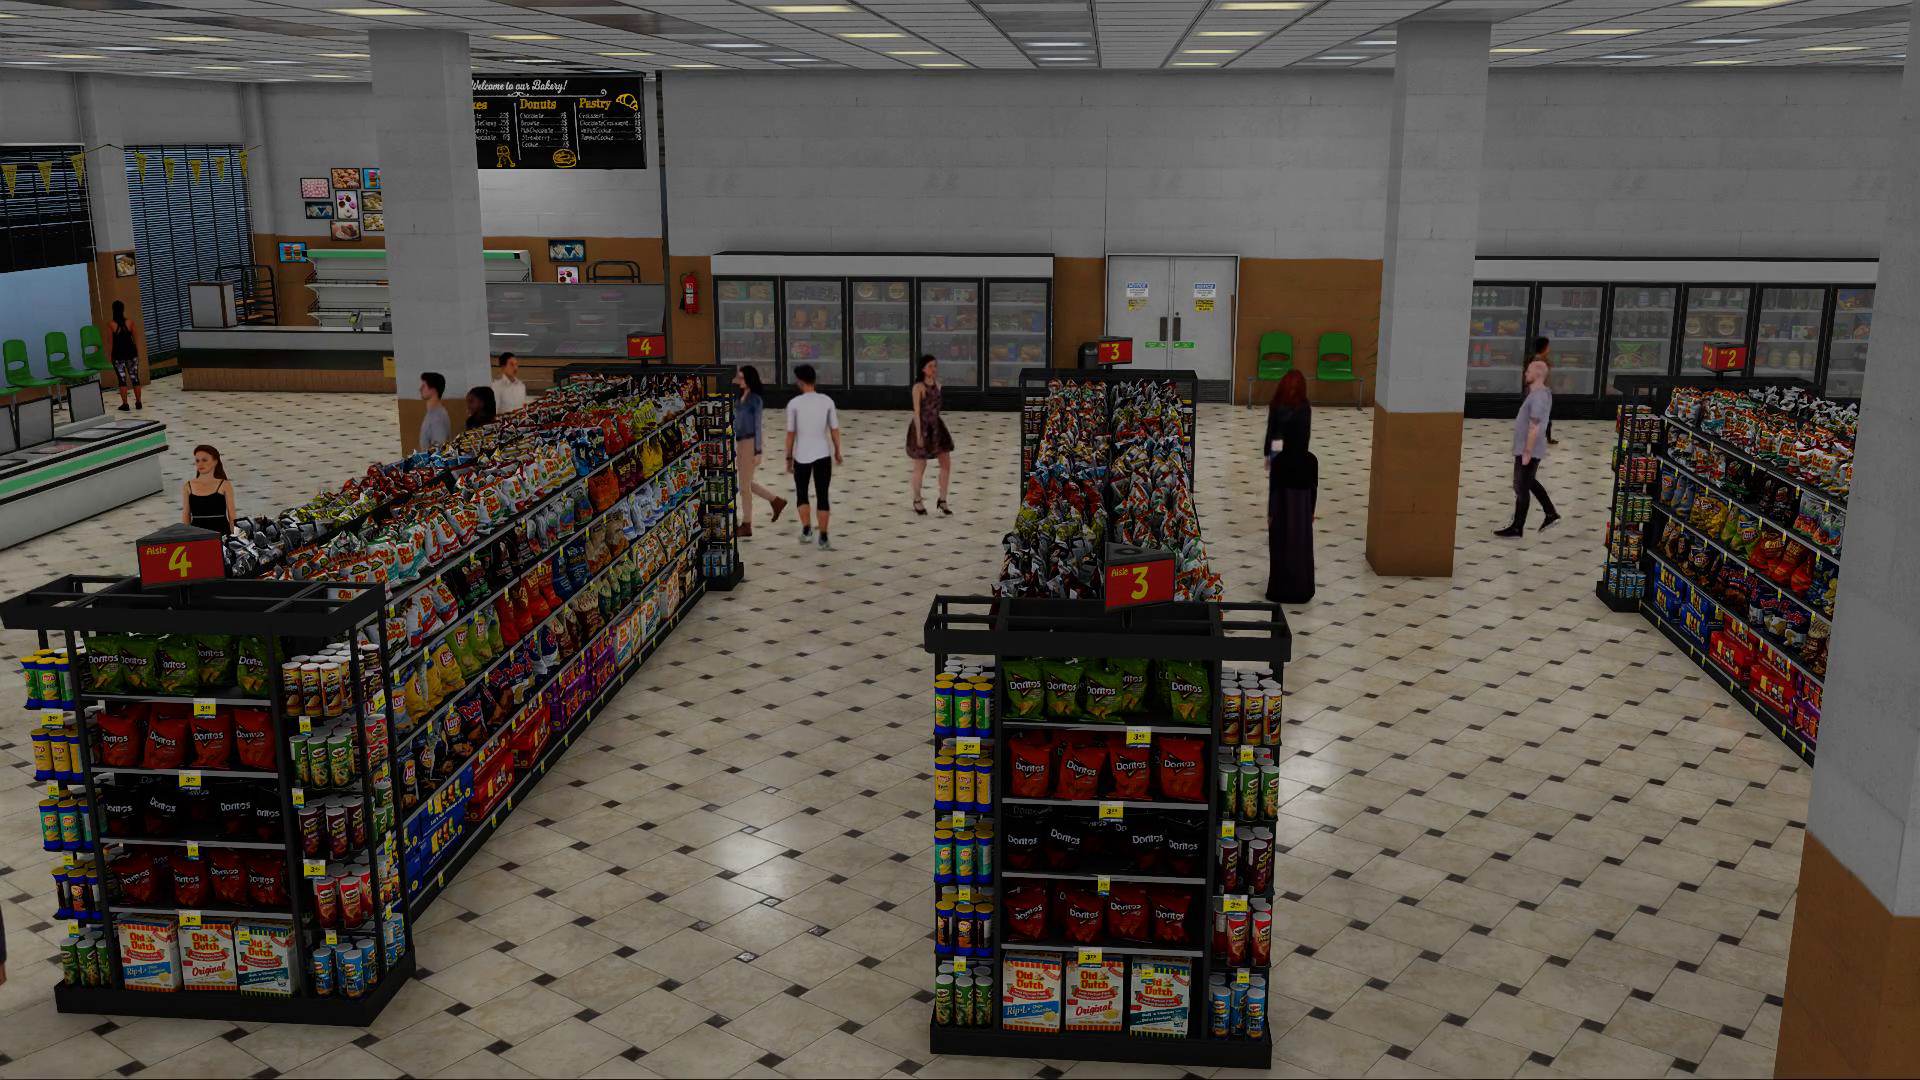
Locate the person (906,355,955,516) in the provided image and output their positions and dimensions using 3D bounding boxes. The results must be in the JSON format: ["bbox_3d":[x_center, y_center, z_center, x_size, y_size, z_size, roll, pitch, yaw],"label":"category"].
[{"bbox_3d":[-0.410,-1.115,17.922,0.925,1.754,0.874,13,19,43],"label":"person"}]

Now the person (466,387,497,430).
[{"bbox_3d":[-4.452,-0.593,15.922,0.964,1.681,1.262,8,16,30],"label":"person"}]

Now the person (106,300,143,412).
[{"bbox_3d":[-12.560,-2.782,24.996,0.647,1.658,0.710,-11,18,-39],"label":"person"}]

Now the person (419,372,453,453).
[{"bbox_3d":[-4.843,-0.648,15.764,0.974,1.863,1.136,-4,14,-16],"label":"person"}]

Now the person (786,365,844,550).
[{"bbox_3d":[-1.453,-0.804,16.472,0.880,1.831,0.908,-2,14,-10],"label":"person"}]

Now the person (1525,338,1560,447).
[{"bbox_3d":[7.558,-1.926,21.934,0.847,1.438,0.818,-7,15,-27],"label":"person"}]

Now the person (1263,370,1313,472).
[{"bbox_3d":[3.235,-0.781,16.559,0.759,1.746,1.076,5,14,18],"label":"person"}]

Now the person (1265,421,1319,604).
[{"bbox_3d":[2.921,-0.249,14.662,0.654,1.607,0.652,-2,14,-8],"label":"person"}]

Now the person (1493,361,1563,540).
[{"bbox_3d":[5.872,-0.917,16.939,0.933,1.831,0.932,6,15,24],"label":"person"}]

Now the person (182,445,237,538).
[{"bbox_3d":[-6.056,0.026,13.489,0.621,1.625,0.640,-2,14,-9],"label":"person"}]

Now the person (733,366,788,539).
[{"bbox_3d":[-2.086,-0.908,17.057,0.997,1.758,0.988,-9,16,-32],"label":"person"}]

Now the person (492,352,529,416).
[{"bbox_3d":[-4.871,-1.115,17.813,0.847,1.804,0.722,7,15,28],"label":"person"}]
